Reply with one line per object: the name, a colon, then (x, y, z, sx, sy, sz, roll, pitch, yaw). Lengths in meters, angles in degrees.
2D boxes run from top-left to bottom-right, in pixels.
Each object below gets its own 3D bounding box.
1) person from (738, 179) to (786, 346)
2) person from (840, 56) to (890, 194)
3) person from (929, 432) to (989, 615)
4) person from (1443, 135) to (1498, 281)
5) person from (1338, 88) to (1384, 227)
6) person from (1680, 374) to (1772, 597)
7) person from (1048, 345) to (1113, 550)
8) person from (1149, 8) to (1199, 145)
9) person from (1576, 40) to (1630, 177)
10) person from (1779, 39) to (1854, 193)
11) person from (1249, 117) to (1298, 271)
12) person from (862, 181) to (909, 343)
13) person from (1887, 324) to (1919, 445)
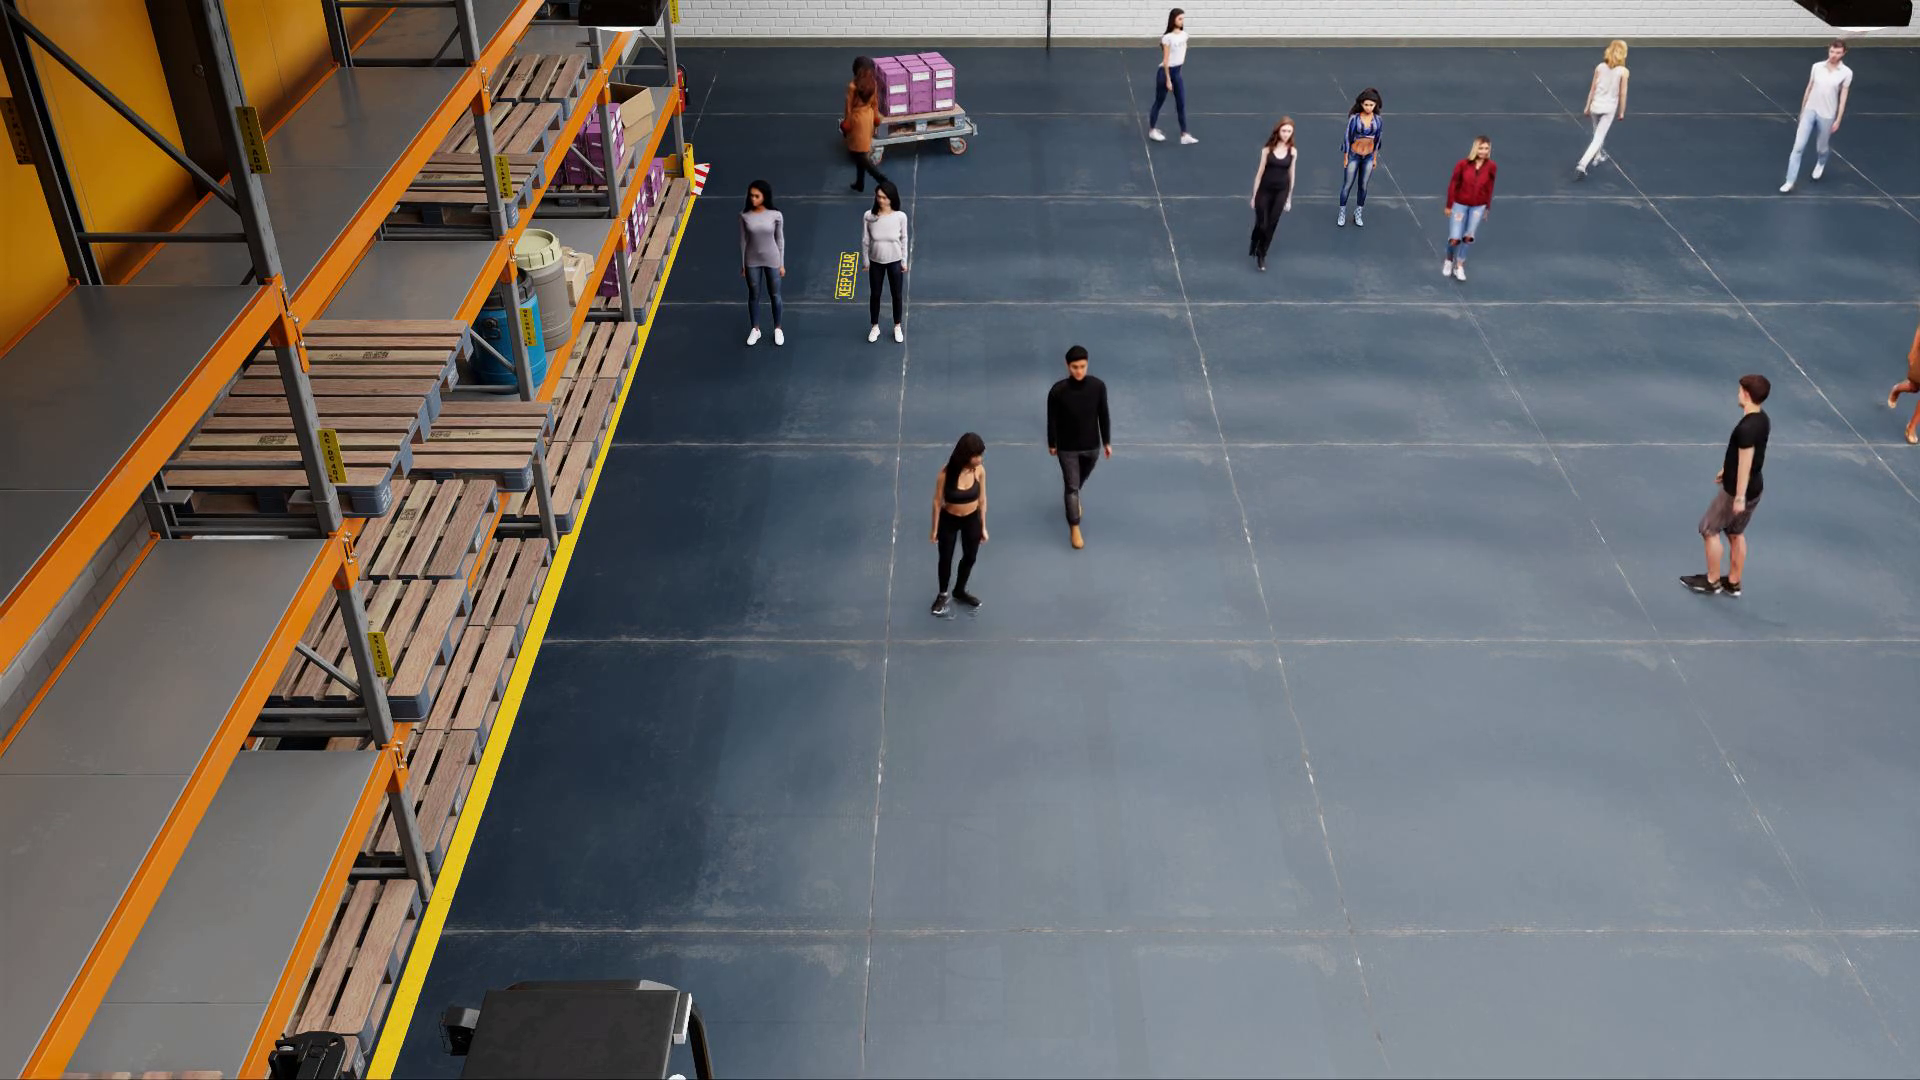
person: (-1.971, -2.791, 16.673, 0.598, 1.738, 0.512, 1, 34, 2)
person: (-1.123, -4.895, 19.868, 1.096, 1.705, 1.046, 28, 43, 35)
person: (-0.006, -0.135, 12.783, 0.661, 1.621, 0.640, -3, 34, -4)
person: (5.497, -3.628, 18.033, 0.609, 1.625, 0.584, 1, 34, 2)
person: (4.629, -4.417, 19.228, 0.595, 1.616, 0.538, 1, 34, 2)
person: (6.126, -0.364, 12.949, 0.921, 1.817, 0.844, 14, 36, 21)
person: (0.976, -0.864, 13.811, 0.813, 1.695, 1.136, -6, 34, -9)
person: (2.629, -5.982, 21.469, 0.960, 1.742, 1.078, -22, 40, -30)
person: (7.916, -5.309, 20.552, 1.128, 1.637, 1.070, -28, 43, -35)
person: (10.449, -5.159, 20.163, 1.154, 1.818, 1.240, 26, 42, 33)
person: (3.415, -3.828, 18.246, 0.613, 1.723, 0.718, 1, 34, 1)
person: (-0.741, -2.810, 16.735, 0.606, 1.700, 0.526, 1, 34, 2)
person: (8.812, -1.699, 15.085, 0.594, 1.677, 0.813, 3, 34, 4)
